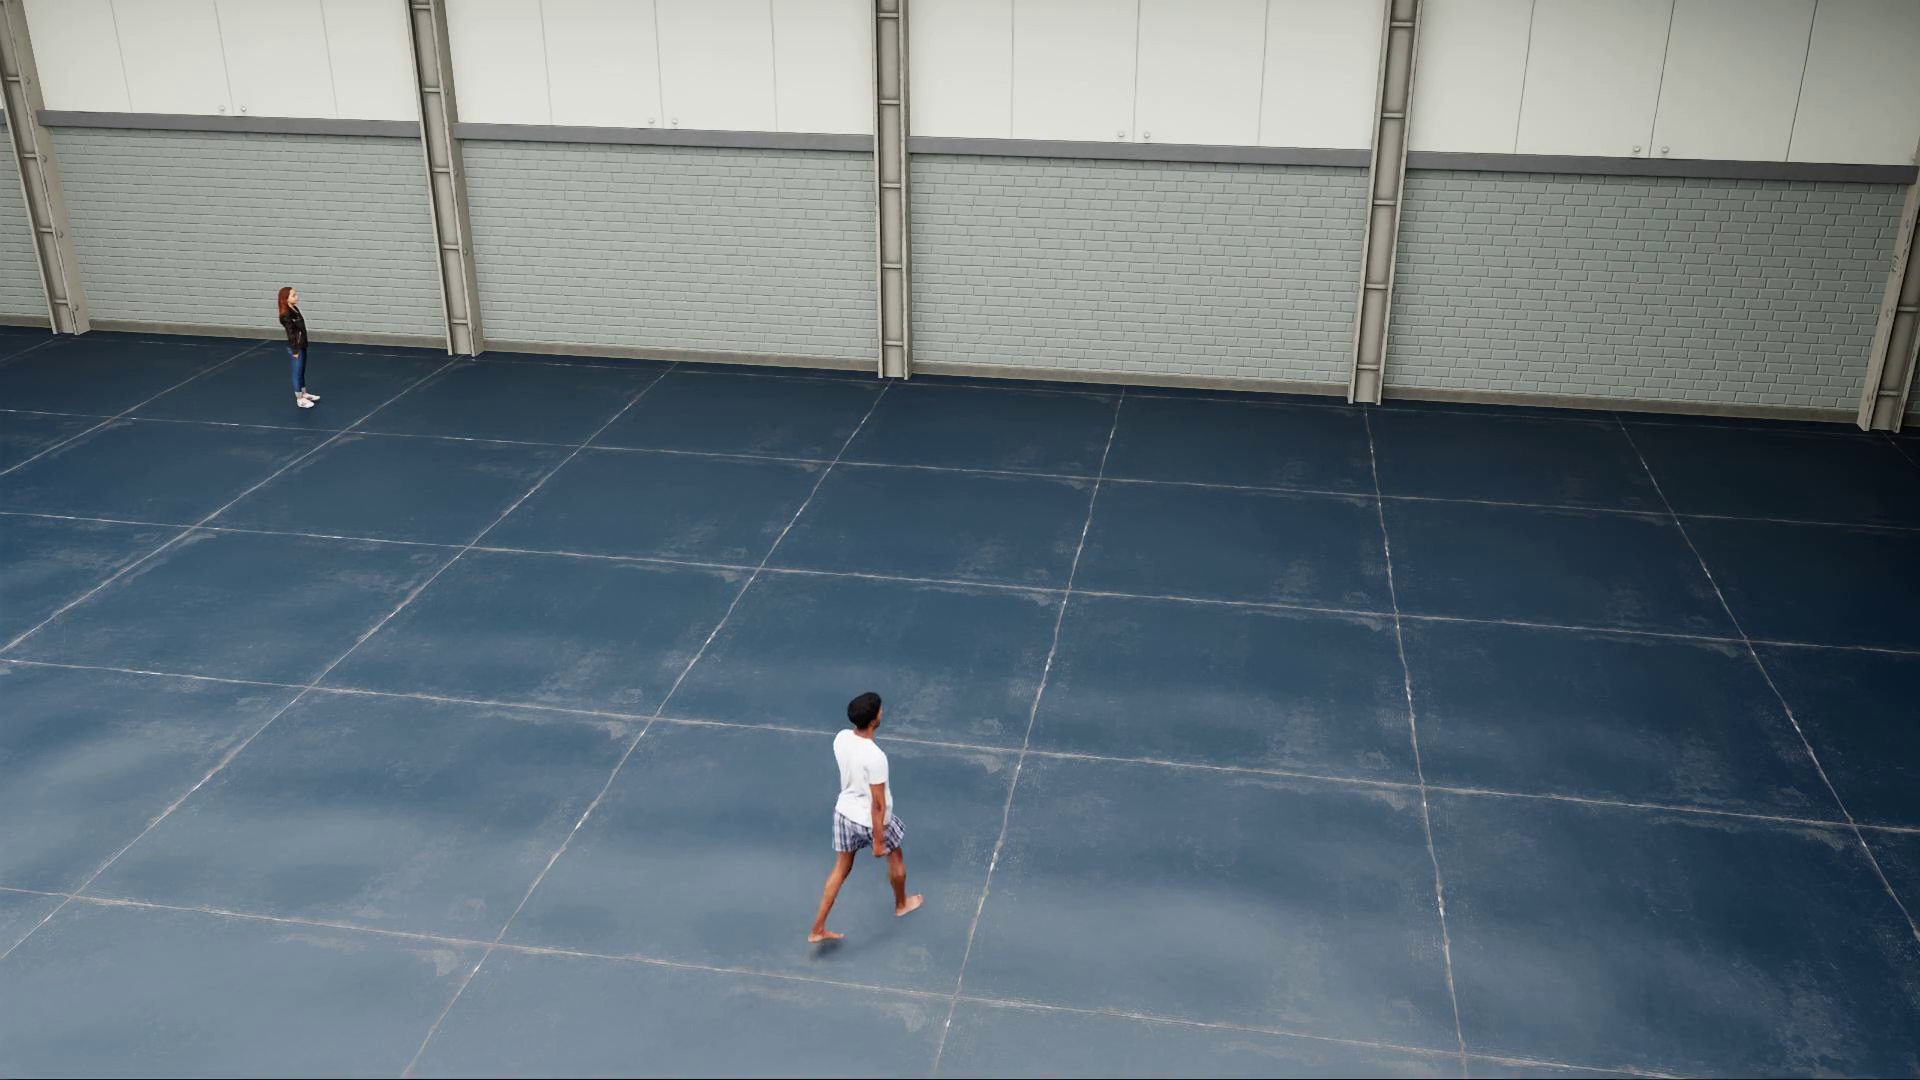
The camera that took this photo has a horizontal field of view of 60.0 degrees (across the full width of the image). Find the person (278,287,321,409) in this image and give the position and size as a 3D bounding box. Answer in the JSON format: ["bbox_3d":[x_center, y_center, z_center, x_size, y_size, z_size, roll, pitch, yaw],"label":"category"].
[{"bbox_3d":[-8.152,-2.385,20.421,0.599,1.483,0.615,-3,23,-6],"label":"person"}]

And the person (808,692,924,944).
[{"bbox_3d":[-0.671,1.776,10.371,1.125,1.690,1.150,-20,30,-39],"label":"person"}]
